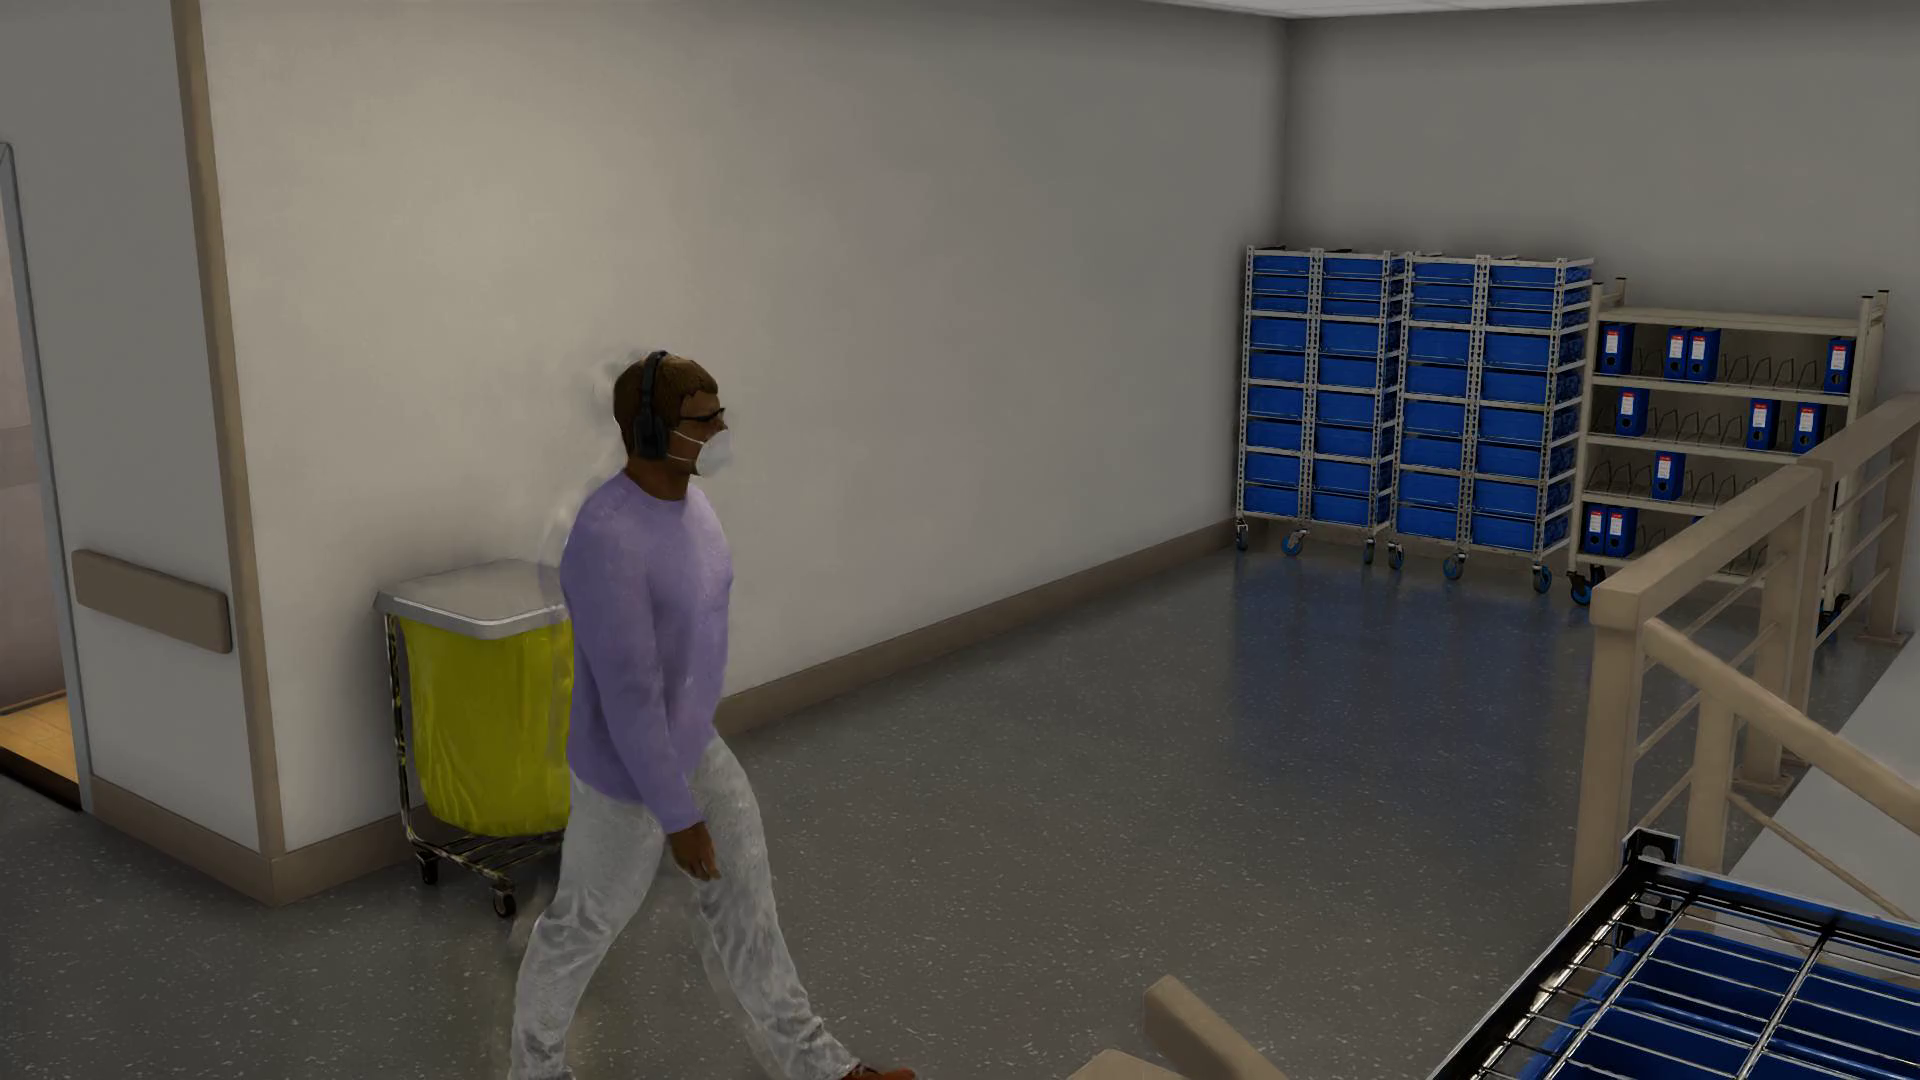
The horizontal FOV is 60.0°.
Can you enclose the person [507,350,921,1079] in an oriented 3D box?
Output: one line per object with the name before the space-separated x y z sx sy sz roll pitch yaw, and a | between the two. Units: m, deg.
person | -0.634 0.523 3.763 1.033 1.891 0.629 3 14 14
